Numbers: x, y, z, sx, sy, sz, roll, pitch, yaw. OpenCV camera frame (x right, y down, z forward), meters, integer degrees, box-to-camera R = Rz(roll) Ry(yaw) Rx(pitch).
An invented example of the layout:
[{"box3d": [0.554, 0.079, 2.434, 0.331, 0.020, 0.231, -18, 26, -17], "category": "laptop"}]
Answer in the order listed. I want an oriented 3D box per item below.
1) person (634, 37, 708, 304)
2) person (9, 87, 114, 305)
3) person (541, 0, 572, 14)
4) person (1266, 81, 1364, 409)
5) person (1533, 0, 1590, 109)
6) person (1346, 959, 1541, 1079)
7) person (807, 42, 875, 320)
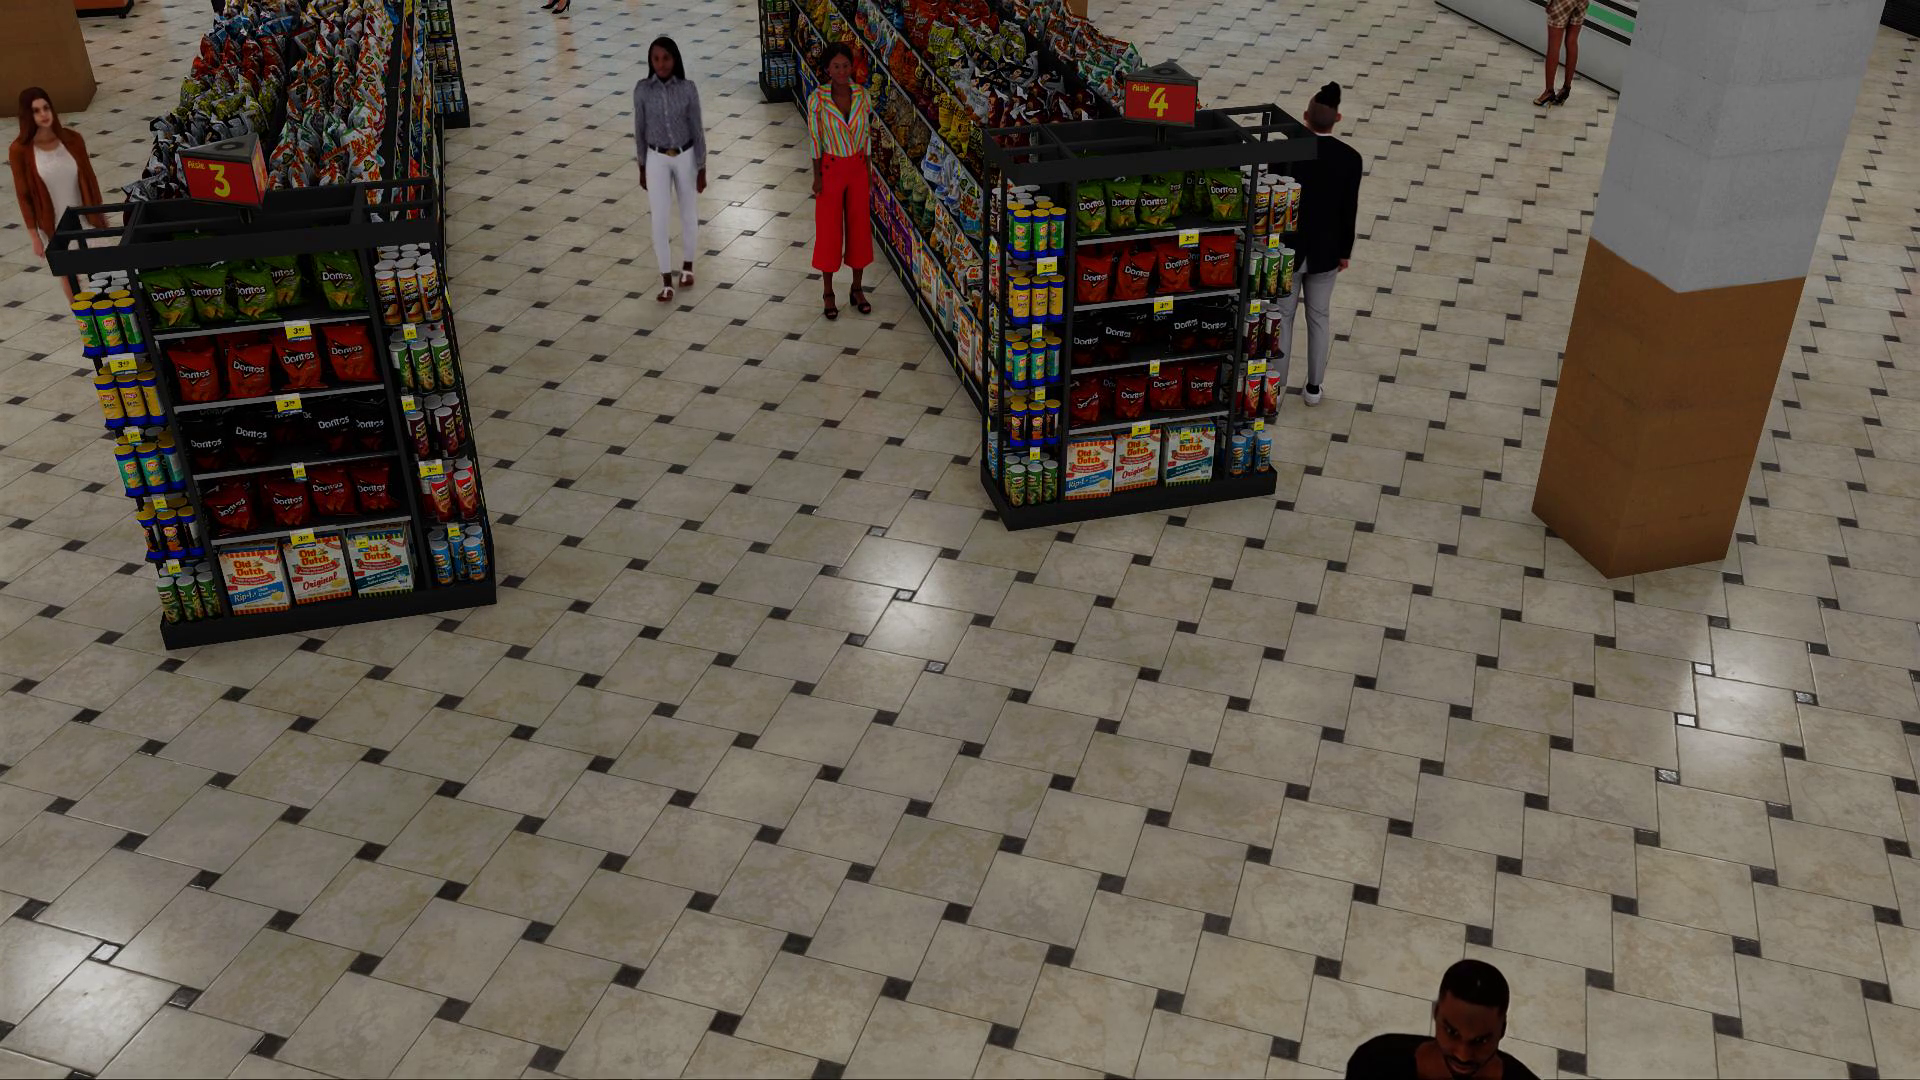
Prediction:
[{"box3d": [-1.905, -2.508, 11.097, 0.717, 1.710, 0.895, -2, 32, -3], "category": "person"}, {"box3d": [-5.495, -1.935, 10.210, 0.942, 1.675, 1.212, -23, 38, -32], "category": "person"}, {"box3d": [-4.307, -6.440, 17.315, 0.866, 1.817, 0.782, -20, 37, -29], "category": "person"}, {"box3d": [1.990, -1.679, 9.538, 0.762, 1.950, 0.691, 0, 32, 0], "category": "person"}, {"box3d": [5.314, -4.685, 14.516, 0.586, 1.794, 0.543, -9, 33, -15], "category": "person"}, {"box3d": [1.149, 1.732, 4.193, 0.719, 1.805, 0.712, 9, 33, 13], "category": "person"}, {"box3d": [-0.753, -2.295, 10.675, 0.618, 1.794, 0.566, -13, 34, -19], "category": "person"}]
